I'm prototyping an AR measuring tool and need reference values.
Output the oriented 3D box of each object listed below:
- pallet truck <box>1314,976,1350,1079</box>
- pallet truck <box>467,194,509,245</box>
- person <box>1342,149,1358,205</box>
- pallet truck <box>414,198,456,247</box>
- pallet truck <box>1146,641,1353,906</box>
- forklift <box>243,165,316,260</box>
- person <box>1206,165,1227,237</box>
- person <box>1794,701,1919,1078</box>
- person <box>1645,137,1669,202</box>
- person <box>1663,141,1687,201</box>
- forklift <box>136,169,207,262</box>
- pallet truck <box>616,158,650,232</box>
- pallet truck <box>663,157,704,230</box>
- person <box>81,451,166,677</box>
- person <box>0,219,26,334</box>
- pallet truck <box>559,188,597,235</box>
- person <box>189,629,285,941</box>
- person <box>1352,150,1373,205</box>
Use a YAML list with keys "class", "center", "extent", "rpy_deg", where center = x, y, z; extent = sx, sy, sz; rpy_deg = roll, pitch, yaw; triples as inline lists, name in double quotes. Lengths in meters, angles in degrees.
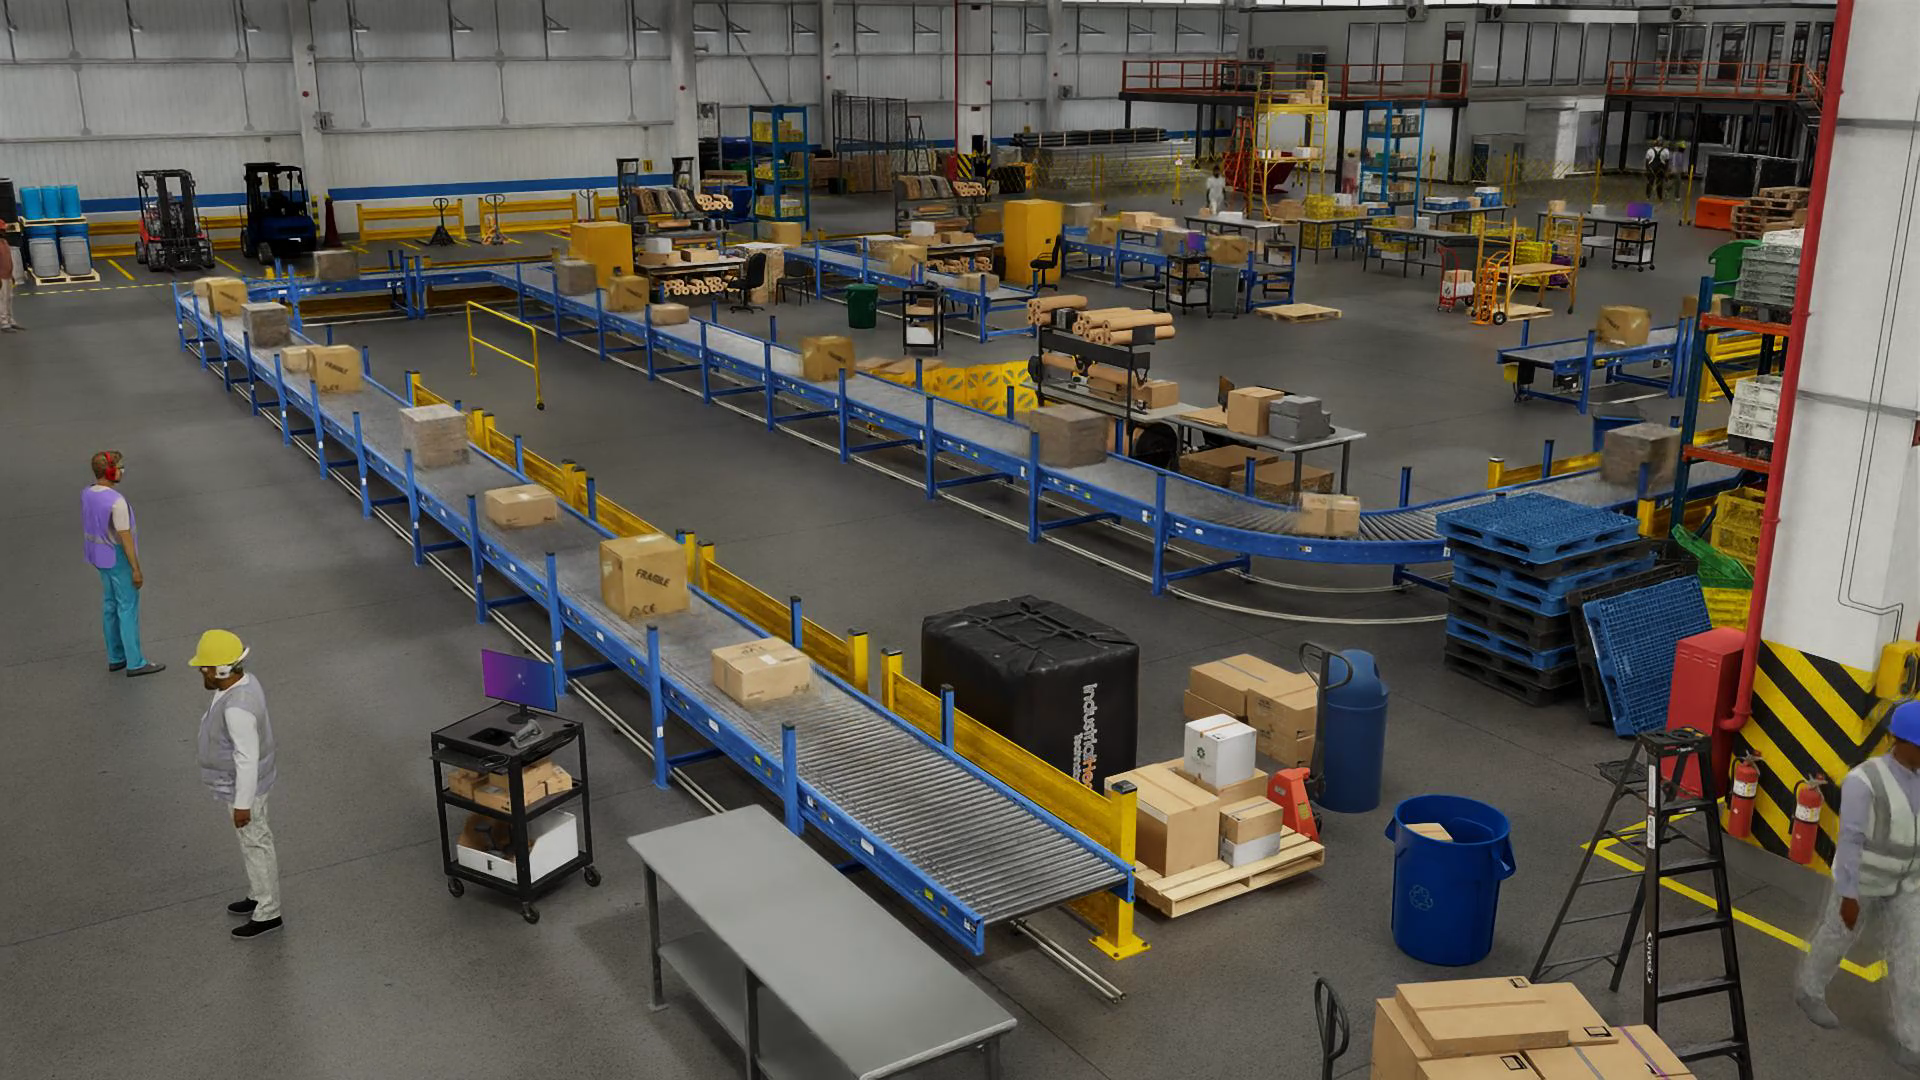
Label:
- class: "pallet truck"
  center: [2.299, 2.390, 7.086]
  extent: [1.601, 1.201, 0.680]
  rpy_deg: [-2, 17, -7]
- class: "pallet truck"
  center: [-11.983, -8.177, 42.137]
  extent: [0.704, 1.261, 1.522]
  rpy_deg: [-11, 20, -33]
- class: "person"
  center: [11.967, -11.101, 51.074]
  extent: [0.519, 1.757, 0.336]
  rpy_deg: [9, 19, 28]
- class: "pallet truck"
  center: [-13.250, -8.060, 41.856]
  extent: [0.680, 1.201, 1.601]
  rpy_deg: [-10, 20, -31]
- class: "pallet truck"
  center: [1.664, 1.407, 10.232]
  extent: [1.630, 1.274, 0.653]
  rpy_deg: [-10, 20, -31]
- class: "forklift"
  center: [-15.898, -7.669, 38.708]
  extent: [1.157, 1.987, 2.680]
  rpy_deg: [-11, 20, -33]
- class: "person"
  center: [6.701, -8.910, 43.652]
  extent: [0.518, 1.839, 0.833]
  rpy_deg: [-4, 17, -14]
- class: "person"
  center: [4.610, 1.692, 8.269]
  extent: [0.628, 1.899, 0.916]
  rpy_deg: [-3, 17, -11]
- class: "person"
  center: [22.151, -11.791, 52.882]
  extent: [0.682, 2.000, 0.537]
  rpy_deg: [8, 19, 25]
- class: "person"
  center: [22.914, -11.820, 53.216]
  extent: [0.628, 1.896, 0.609]
  rpy_deg: [-15, 23, -42]
- class: "forklift"
  center: [-17.842, -7.318, 37.559]
  extent: [1.157, 1.987, 2.680]
  rpy_deg: [-10, 20, -31]
- class: "pallet truck"
  center: [-8.918, -9.176, 44.255]
  extent: [0.823, 1.965, 1.885]
  rpy_deg: [-9, 19, -27]
- class: "pallet truck"
  center: [-7.586, -9.308, 44.692]
  extent: [0.823, 1.965, 1.885]
  rpy_deg: [-11, 20, -33]
- class: "person"
  center: [-6.773, 0.196, 13.333]
  extent: [0.570, 1.840, 0.373]
  rpy_deg: [12, 20, 34]
- class: "person"
  center: [-16.737, -4.628, 29.121]
  extent: [0.386, 1.996, 0.610]
  rpy_deg: [-2, 17, -7]
- class: "pallet truck"
  center: [-10.010, -8.652, 43.699]
  extent: [0.653, 1.274, 1.630]
  rpy_deg: [-10, 20, -31]
- class: "person"
  center: [-4.091, 1.371, 9.445]
  extent: [0.404, 1.830, 0.597]
  rpy_deg: [-7, 18, -23]
- class: "person"
  center: [11.878, -10.547, 49.061]
  extent: [0.575, 1.867, 0.678]
  rpy_deg: [-11, 20, -32]
